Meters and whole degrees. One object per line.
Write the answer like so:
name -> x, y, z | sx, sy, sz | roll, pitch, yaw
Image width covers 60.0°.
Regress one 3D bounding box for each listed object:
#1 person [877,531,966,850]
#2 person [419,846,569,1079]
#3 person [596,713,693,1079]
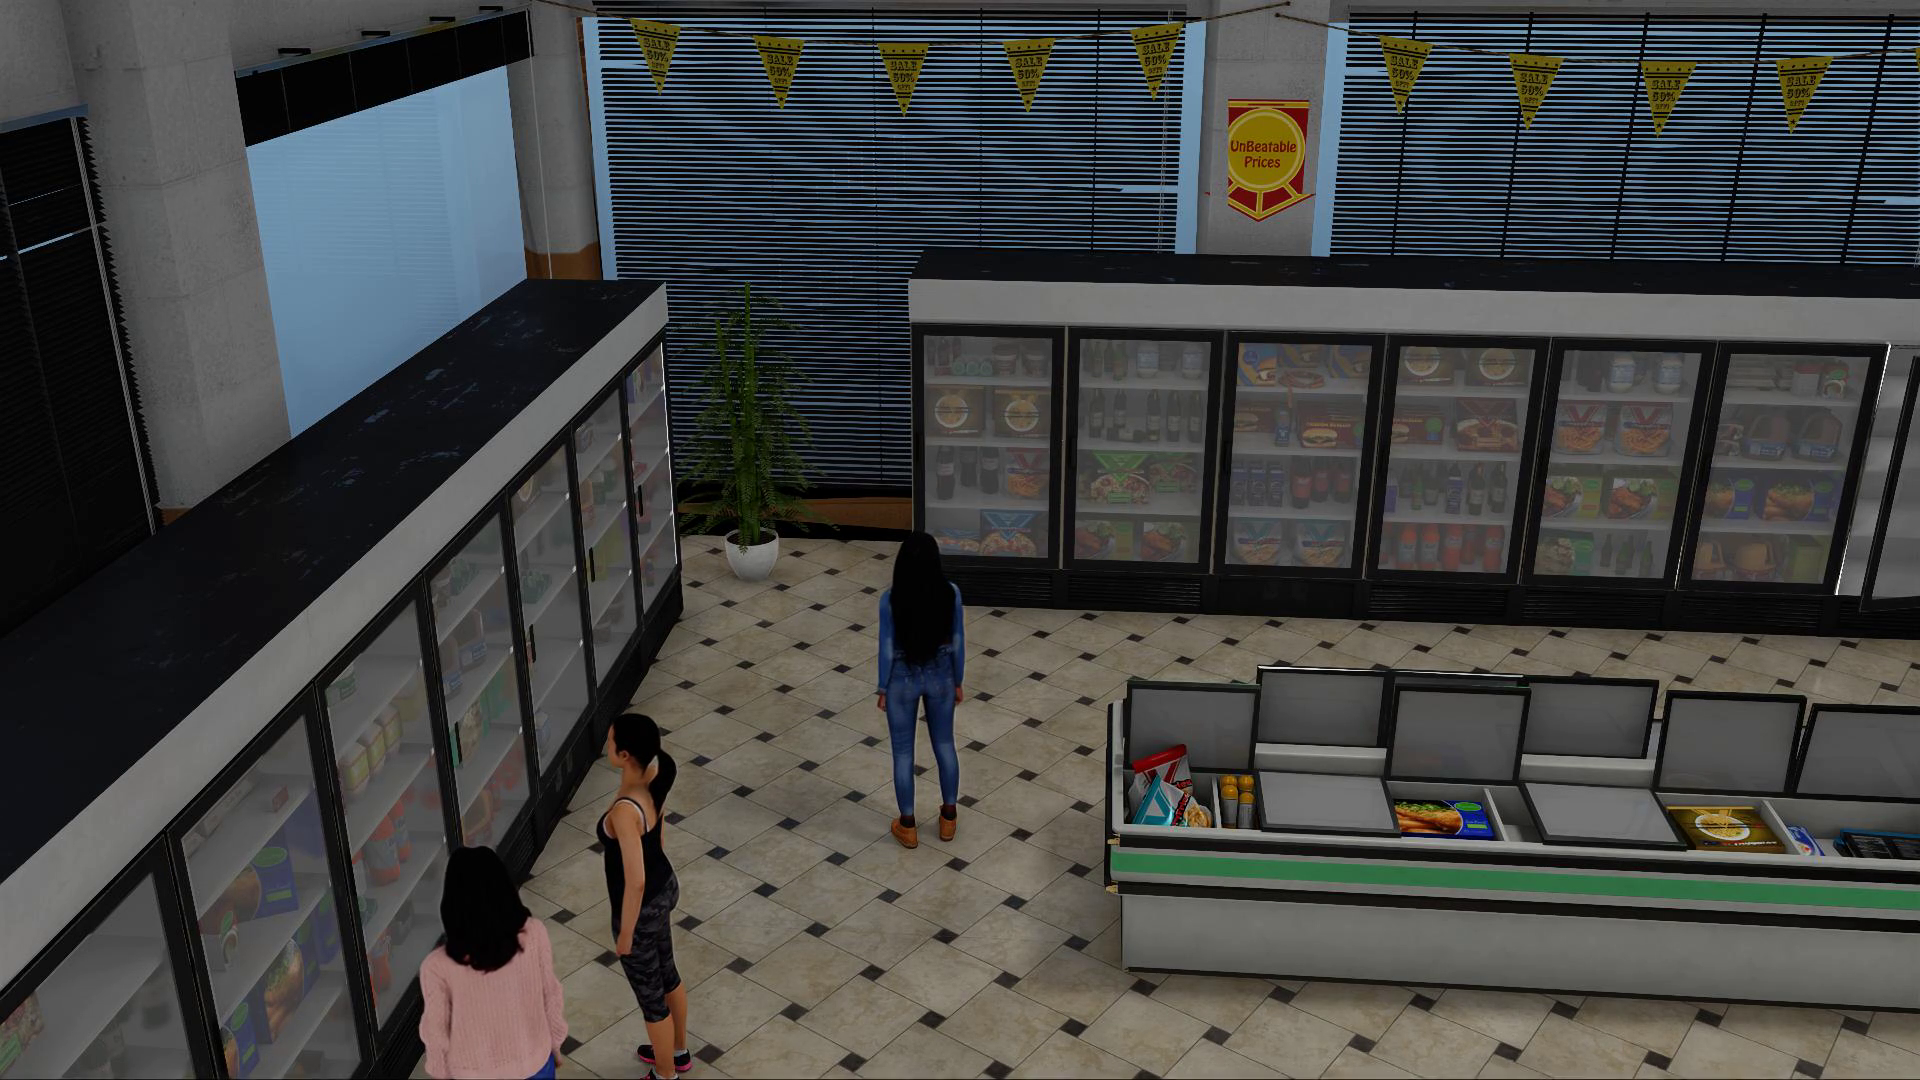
person -> -0.200, 0.762, 8.492 | 0.586, 1.712, 0.736 | -6, 23, -14
person -> -1.579, 1.838, 5.737 | 0.674, 1.770, 0.787 | -11, 24, -25
person -> -1.258, 1.474, 6.695 | 0.549, 1.729, 0.584 | 3, 22, 9
